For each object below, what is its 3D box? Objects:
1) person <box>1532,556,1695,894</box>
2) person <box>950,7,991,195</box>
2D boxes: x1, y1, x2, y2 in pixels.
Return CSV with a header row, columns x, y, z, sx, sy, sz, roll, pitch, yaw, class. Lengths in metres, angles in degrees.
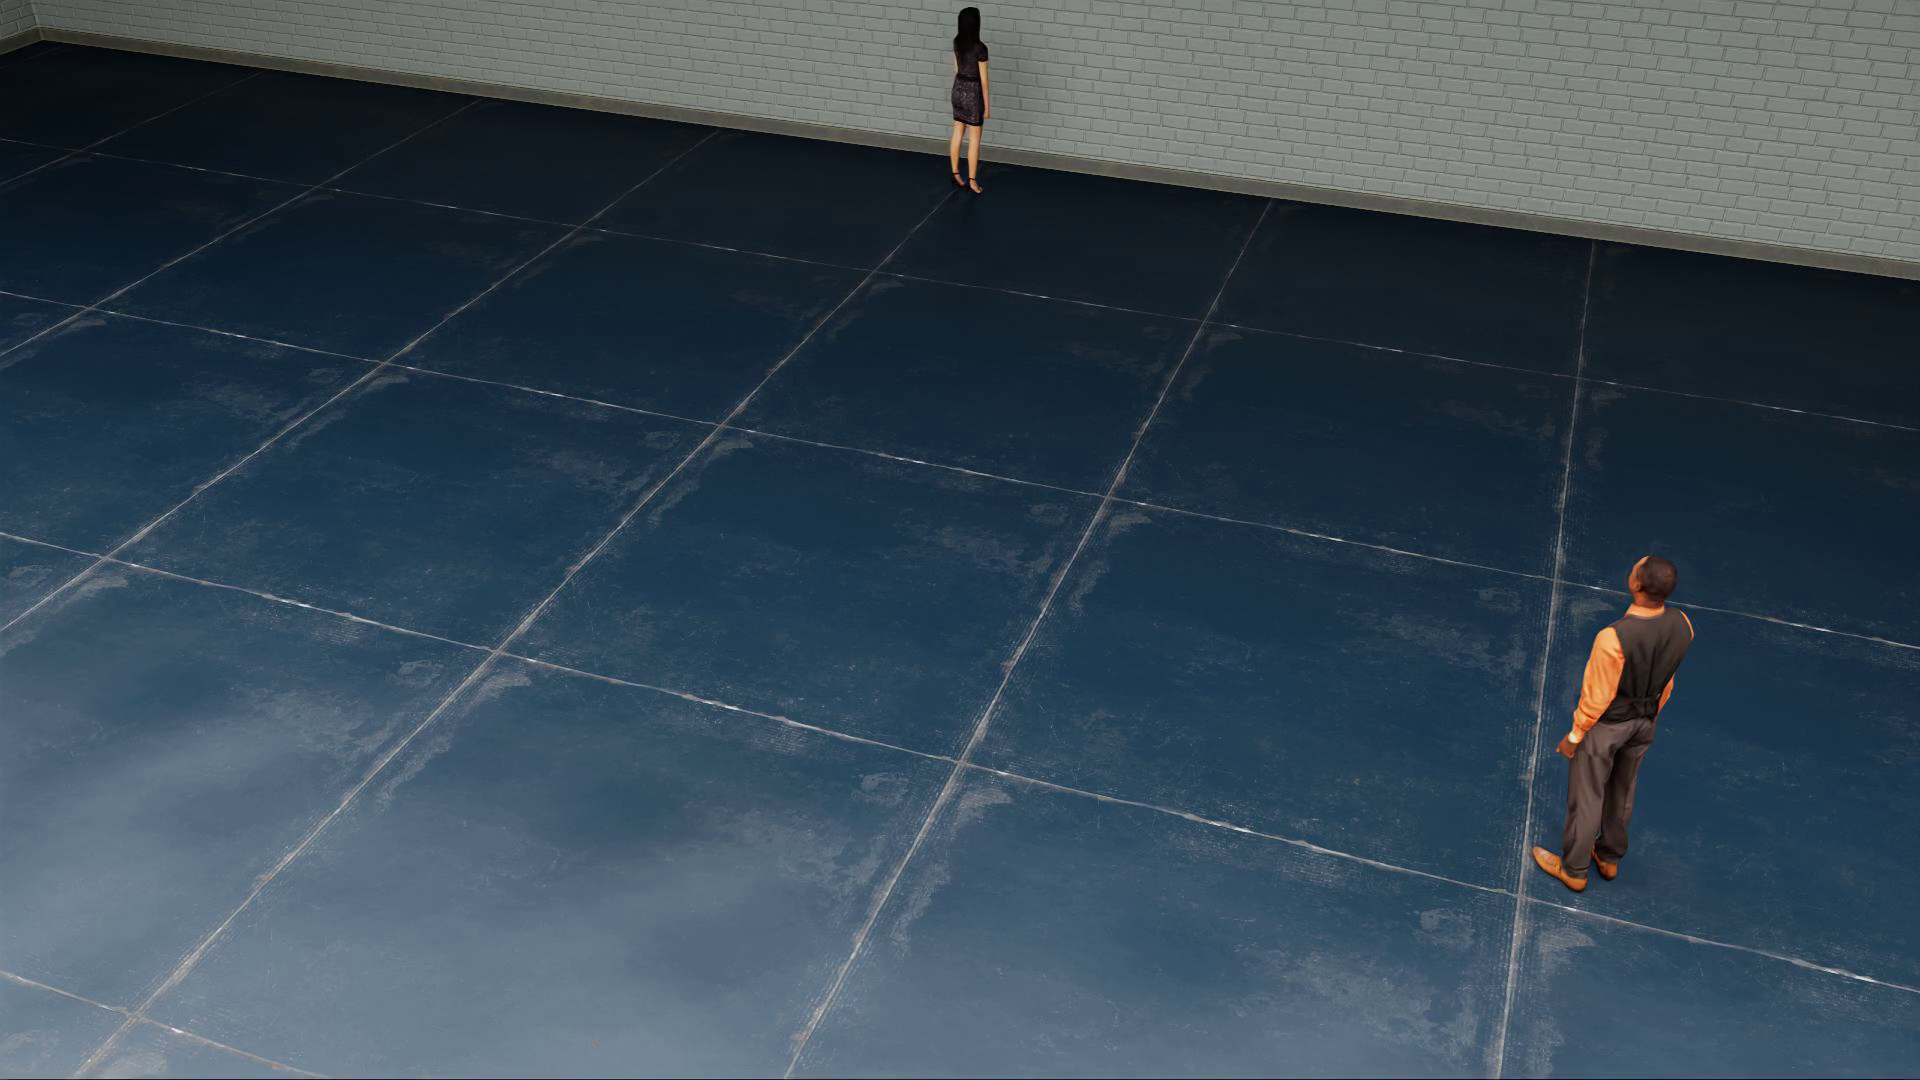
x,y,z,sx,sy,sz,roll,pitch,yaw,class
3.169,0.894,8.009,0.788,1.908,0.831,-12,35,-17,person
0.074,-4.208,15.962,0.637,1.789,0.623,26,41,34,person
